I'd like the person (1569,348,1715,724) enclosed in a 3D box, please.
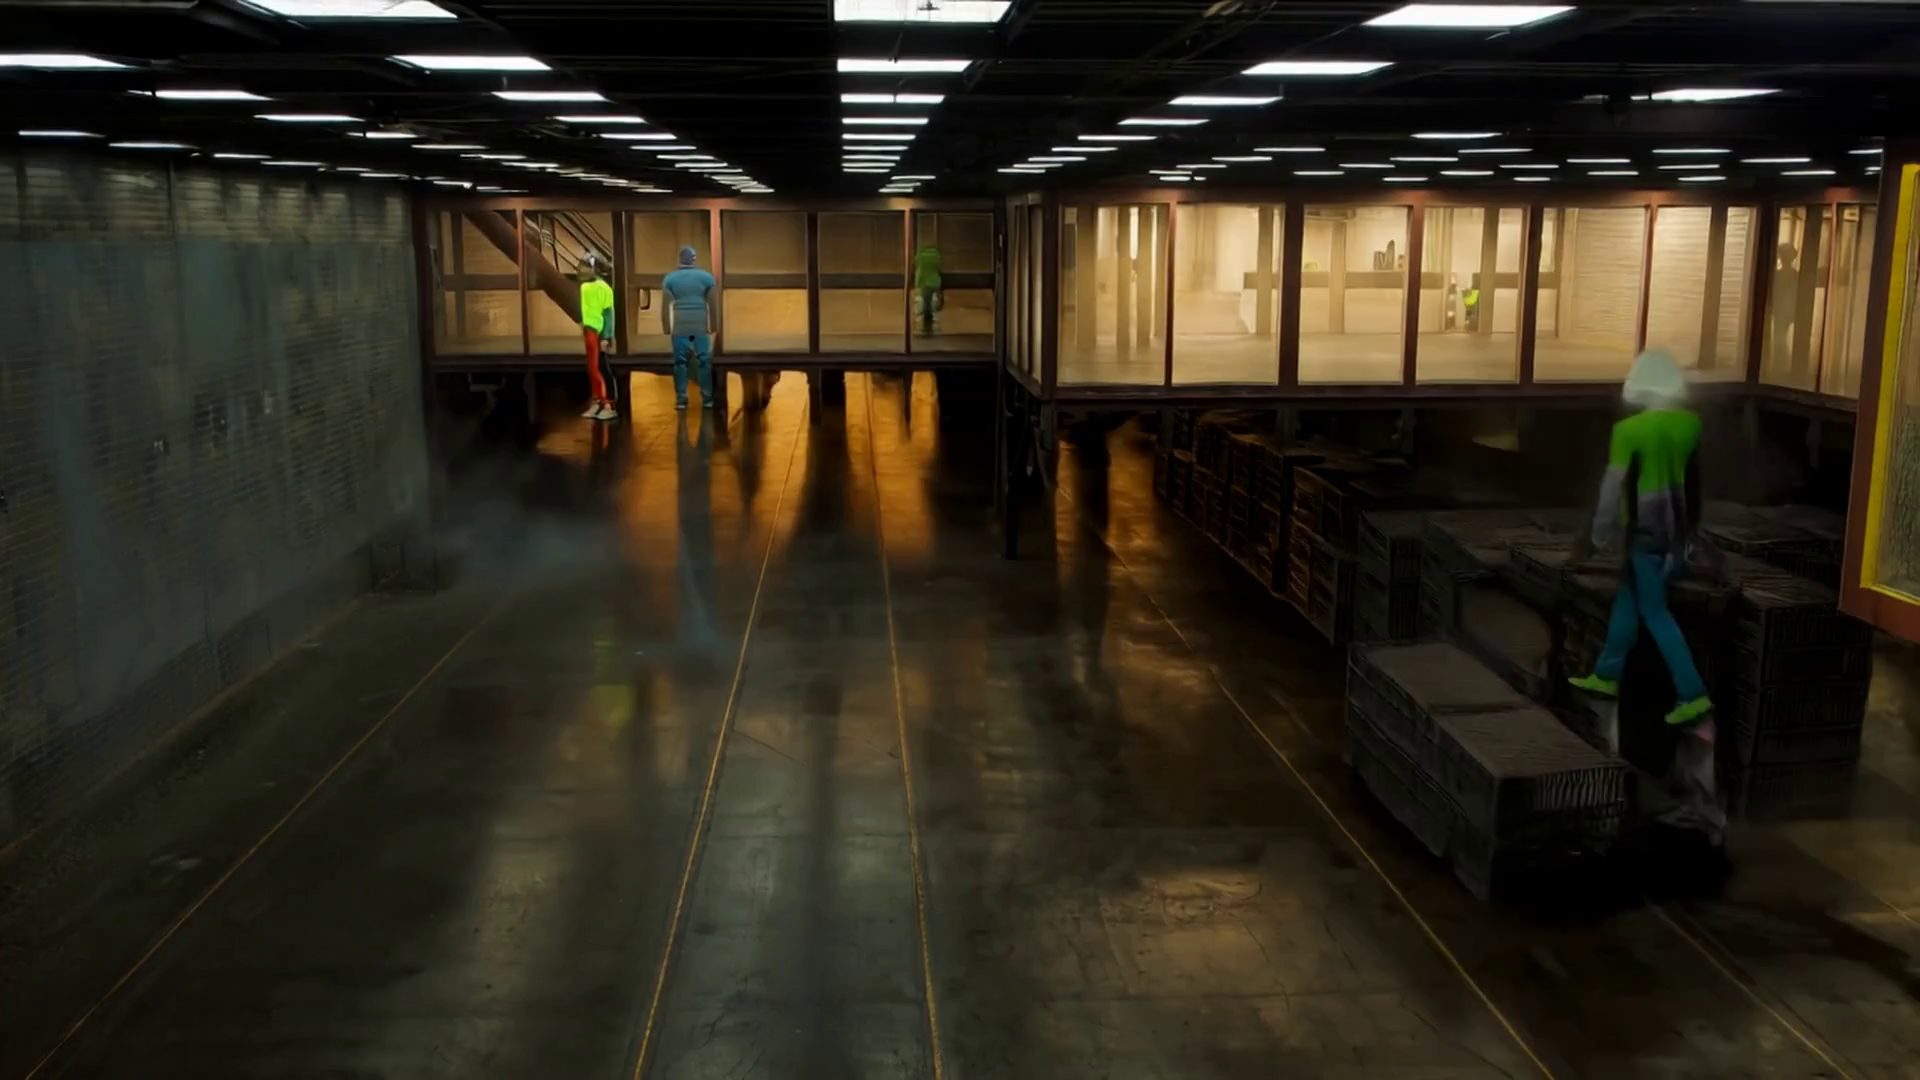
[{"bbox_3d":[3.001,-0.028,7.177,0.510,1.597,0.832,-5,12,-27],"label":"person"}]

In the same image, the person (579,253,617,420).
[{"bbox_3d":[-4.076,-2.269,18.576,0.506,1.861,0.328,9,13,39],"label":"person"}]

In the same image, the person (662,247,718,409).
[{"bbox_3d":[-3.177,-2.488,19.607,0.638,1.908,0.409,-2,11,-11],"label":"person"}]
